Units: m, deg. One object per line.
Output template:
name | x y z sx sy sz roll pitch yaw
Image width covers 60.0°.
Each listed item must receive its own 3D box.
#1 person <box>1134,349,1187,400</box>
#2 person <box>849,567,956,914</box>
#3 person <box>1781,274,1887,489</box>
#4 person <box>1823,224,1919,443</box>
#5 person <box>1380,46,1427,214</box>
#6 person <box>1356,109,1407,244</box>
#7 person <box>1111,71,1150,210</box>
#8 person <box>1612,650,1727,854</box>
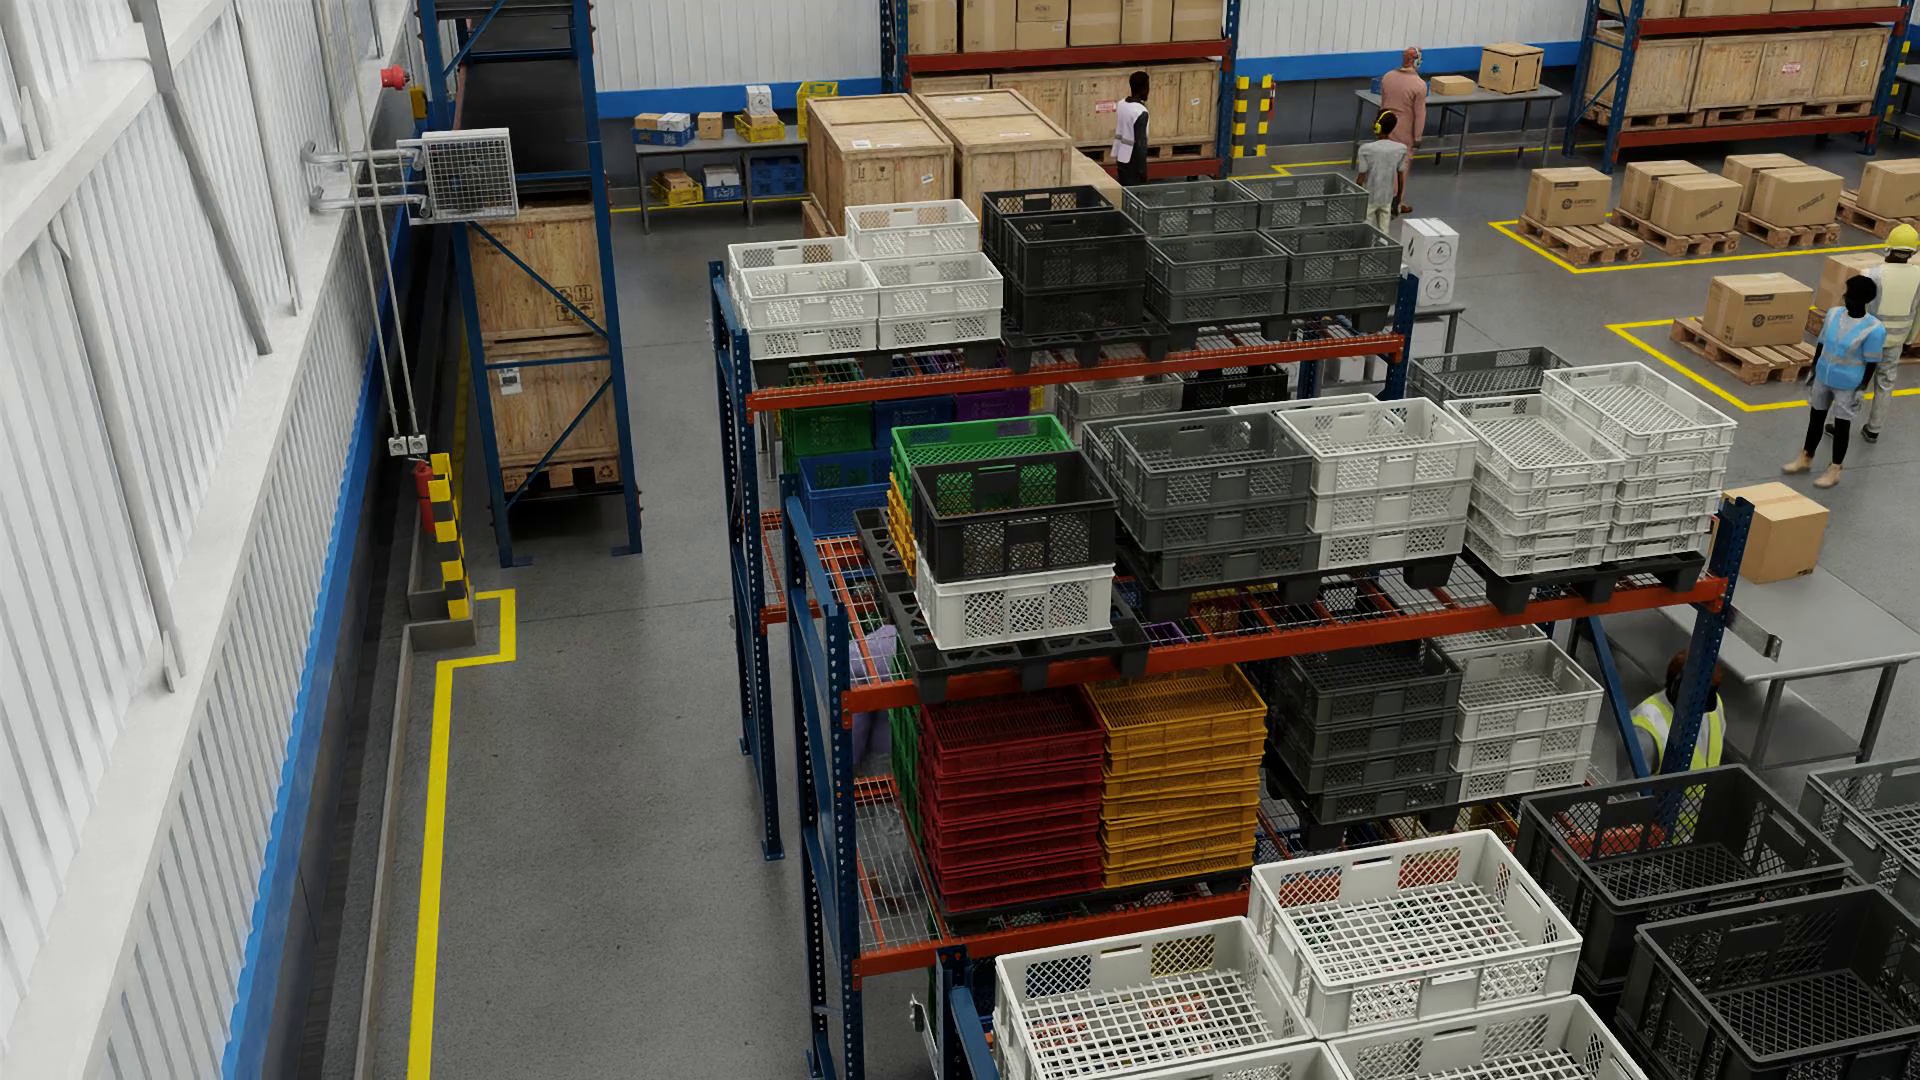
person | 1.325 -0.633 11.509 0.432 1.872 0.609 -4 28 -7
person | -0.281 1.001 8.342 0.634 1.937 0.355 -13 30 -23
person | 6.776 -1.230 12.830 0.317 1.696 0.540 -12 30 -21
person | 7.454 -1.665 13.512 0.589 1.834 0.403 3 28 5
person | 5.138 -4.762 19.327 0.401 1.900 0.636 -19 33 -32
person | 4.191 -3.402 16.764 0.531 1.875 0.316 -3 28 -5
person | 1.855 -4.127 18.104 0.385 1.911 0.589 -9 29 -17
person | 3.301 1.319 7.842 0.636 1.842 0.429 -18 33 -31
